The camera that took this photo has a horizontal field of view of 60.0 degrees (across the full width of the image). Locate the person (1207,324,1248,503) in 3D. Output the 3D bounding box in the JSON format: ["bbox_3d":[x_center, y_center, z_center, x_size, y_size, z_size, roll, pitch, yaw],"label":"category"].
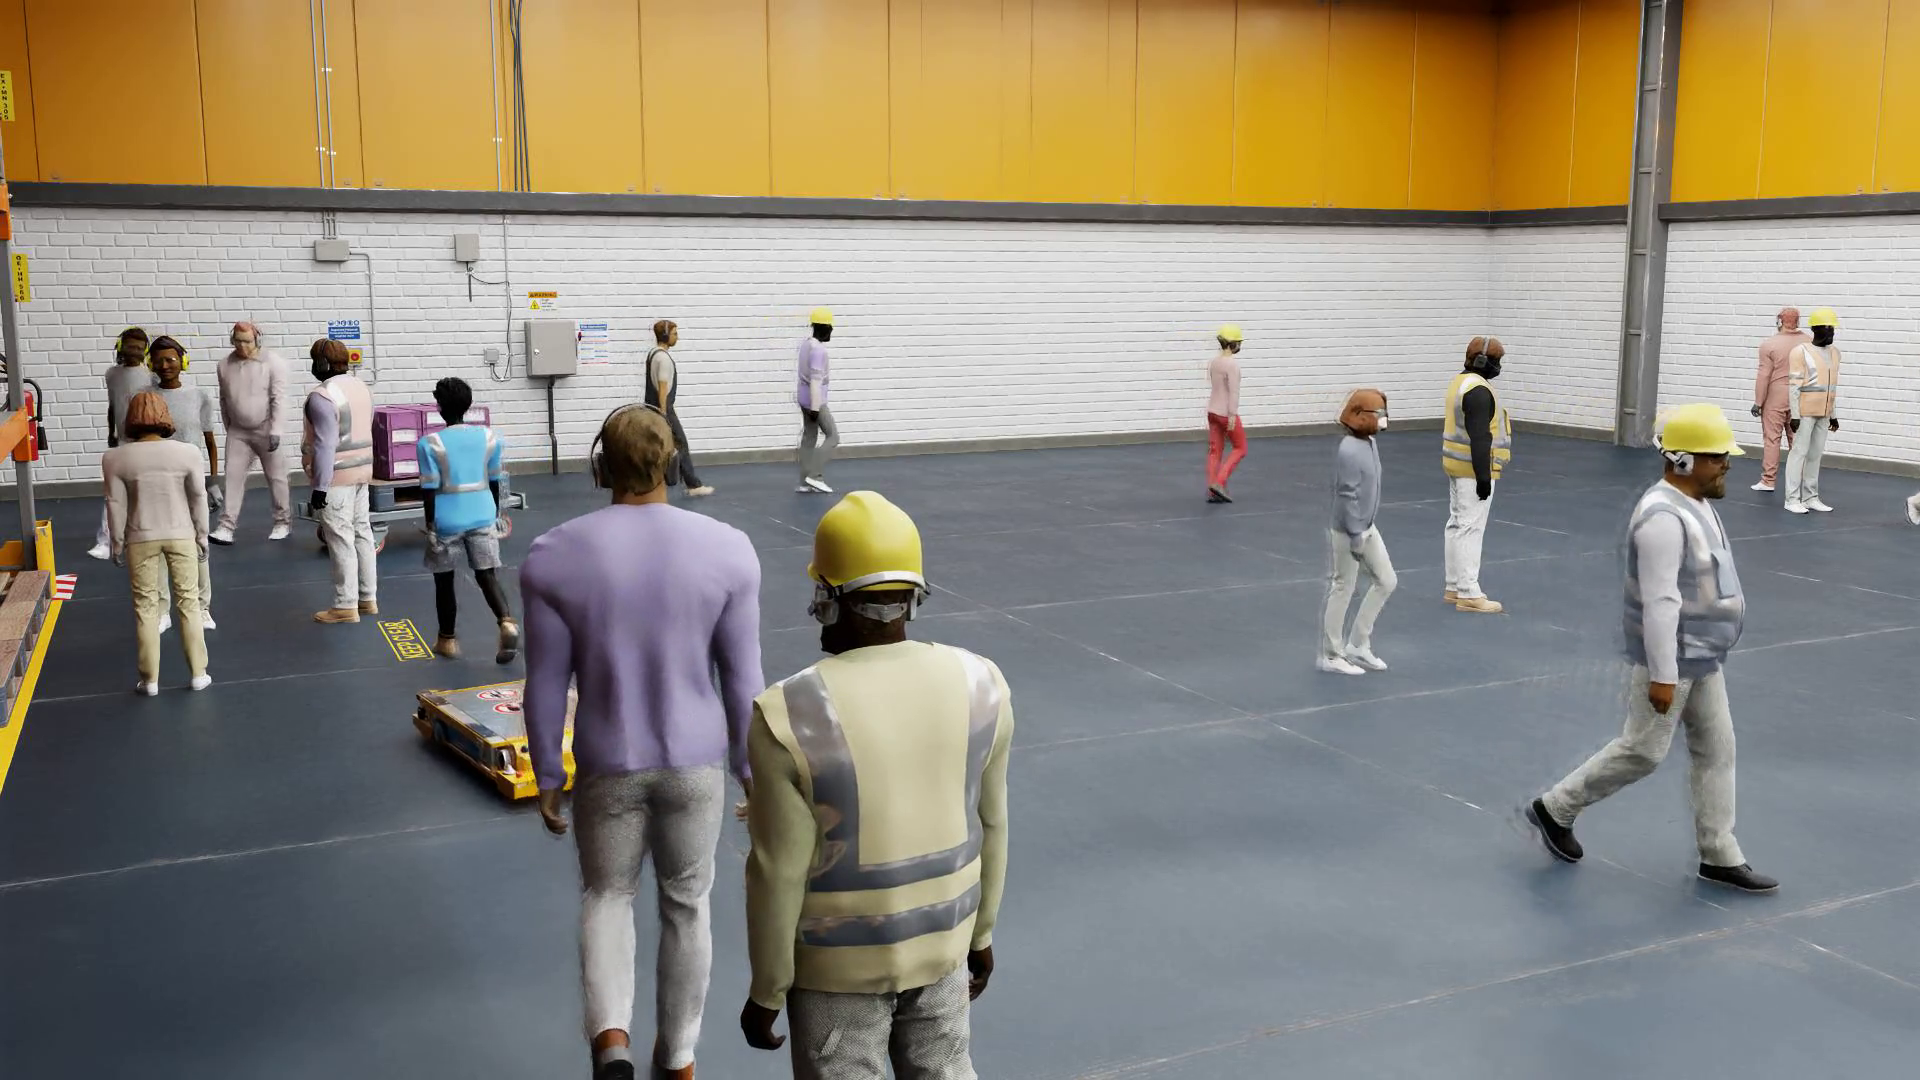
[{"bbox_3d":[2.602,-1.223,16.255,0.377,1.755,0.524,-4,10,-23],"label":"person"}]

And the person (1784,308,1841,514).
[{"bbox_3d":[8.049,-1.215,15.666,0.587,1.930,0.363,-4,10,-24],"label":"person"}]

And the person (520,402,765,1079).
[{"bbox_3d":[-0.821,0.606,4.377,0.629,1.926,0.600,-1,9,-9],"label":"person"}]

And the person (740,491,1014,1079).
[{"bbox_3d":[-0.178,0.813,3.378,0.588,1.835,0.403,-6,11,-32],"label":"person"}]

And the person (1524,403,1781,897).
[{"bbox_3d":[2.576,0.388,6.133,0.852,1.802,0.601,7,11,36],"label":"person"}]

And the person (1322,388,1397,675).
[{"bbox_3d":[2.261,-0.036,9.293,0.474,1.616,0.534,5,11,30],"label":"person"}]

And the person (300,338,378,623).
[{"bbox_3d":[-4.034,-0.385,10.789,0.429,1.841,0.634,1,9,8],"label":"person"}]

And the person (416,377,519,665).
[{"bbox_3d":[-2.840,-0.105,9.576,0.534,1.674,0.769,-8,12,-40],"label":"person"}]

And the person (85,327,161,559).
[{"bbox_3d":[-6.546,-0.739,13.043,0.550,1.828,0.754,1,9,5],"label":"person"}]

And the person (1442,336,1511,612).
[{"bbox_3d":[3.465,-0.444,11.176,0.429,1.838,0.621,1,9,3],"label":"person"}]

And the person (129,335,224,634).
[{"bbox_3d":[-4.920,-0.346,10.460,0.517,1.873,0.334,-4,10,-21],"label":"person"}]

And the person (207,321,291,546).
[{"bbox_3d":[-5.877,-0.872,13.767,0.636,1.856,0.938,0,9,2],"label":"person"}]

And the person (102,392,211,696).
[{"bbox_3d":[-4.290,0.020,8.922,0.497,1.632,0.289,-5,10,-27],"label":"person"}]

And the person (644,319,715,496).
[{"bbox_3d":[-2.996,-1.307,16.667,0.966,1.798,0.535,-5,10,-27],"label":"person"}]

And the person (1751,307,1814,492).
[{"bbox_3d":[8.480,-1.438,17.140,0.639,1.903,0.407,0,9,-2],"label":"person"}]

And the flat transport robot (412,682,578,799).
[{"bbox_3d":[-2.019,0.886,7.761,0.652,0.197,1.431,-6,11,-34],"label":"flat transport robot"}]

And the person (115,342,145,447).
[{"bbox_3d":[-6.950,-0.843,14.078,0.539,1.695,0.318,5,10,29],"label":"person"}]

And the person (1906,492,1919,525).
[{"bbox_3d":[8.547,-0.838,14.261,0.525,1.619,0.607,-4,10,-26],"label":"person"}]

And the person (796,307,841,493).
[{"bbox_3d":[-1.458,-1.415,16.986,0.465,1.910,0.606,-3,10,-18],"label":"person"}]
